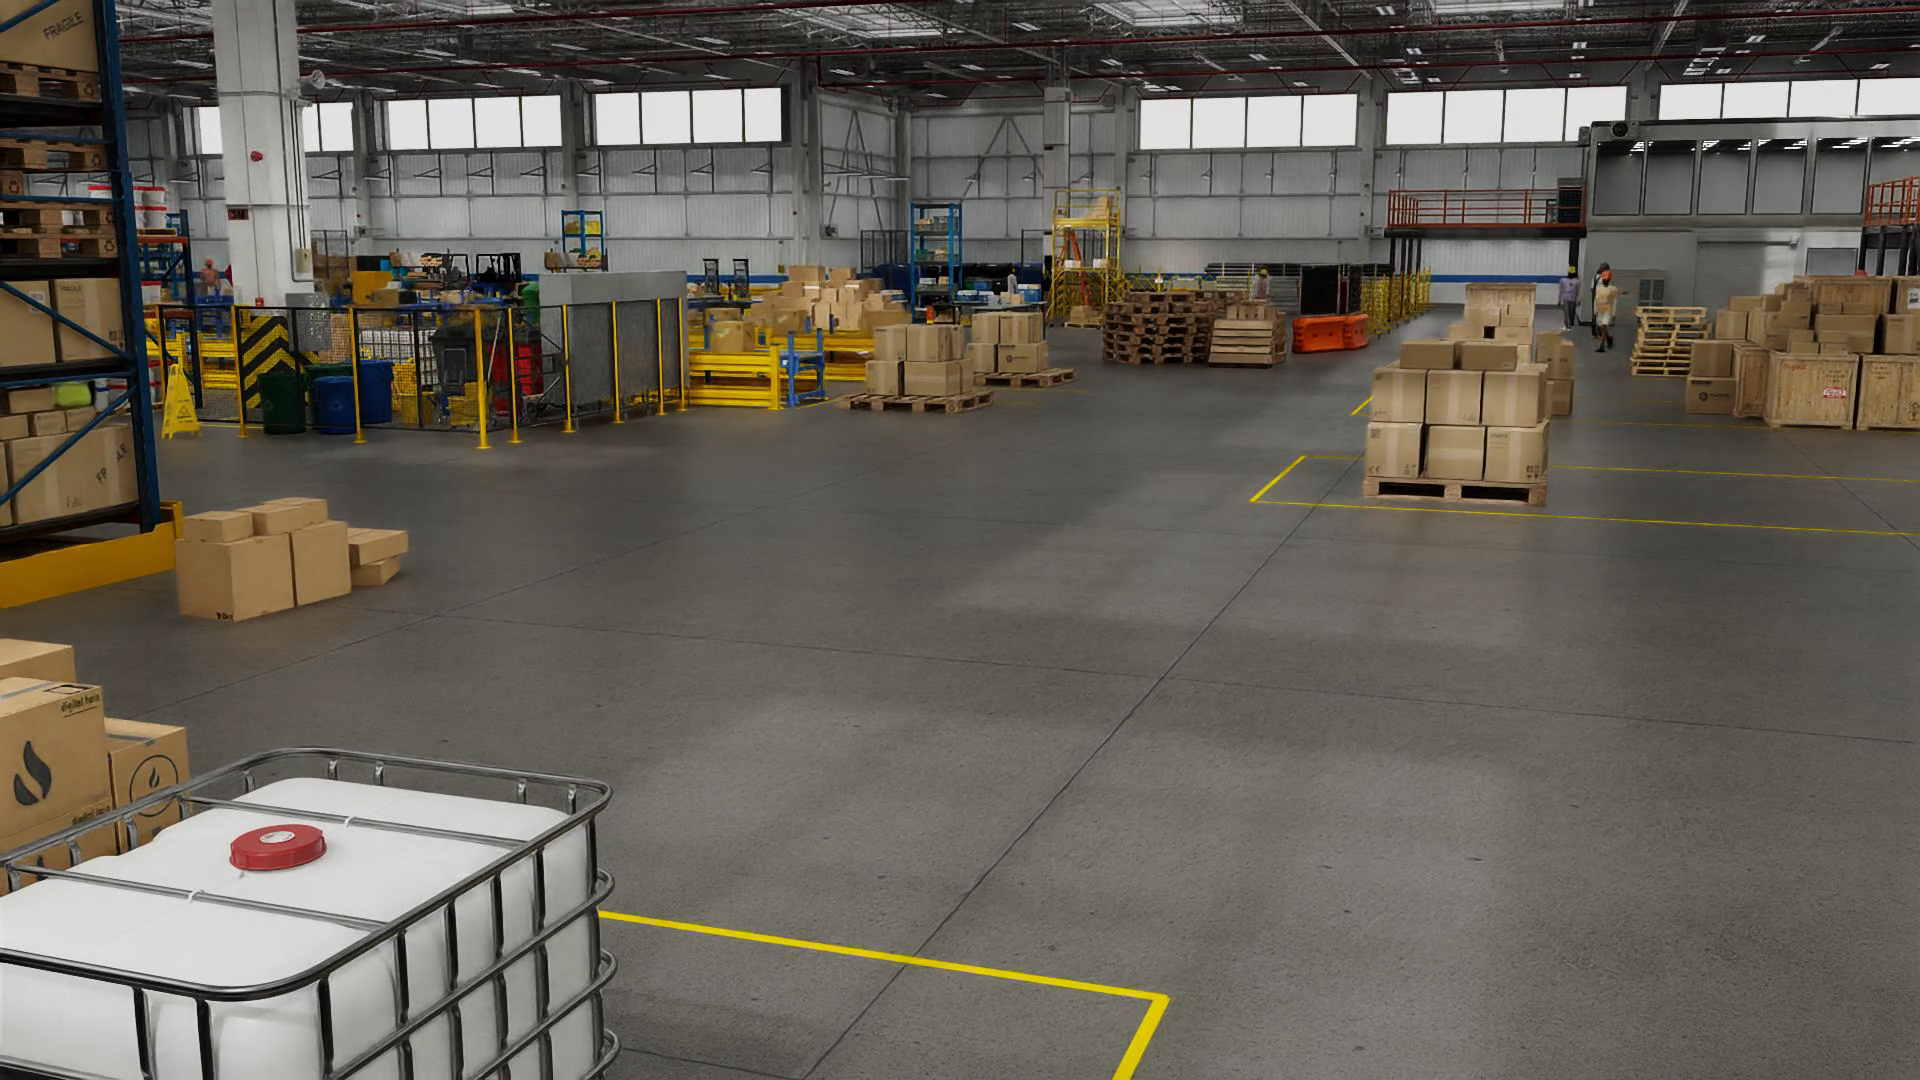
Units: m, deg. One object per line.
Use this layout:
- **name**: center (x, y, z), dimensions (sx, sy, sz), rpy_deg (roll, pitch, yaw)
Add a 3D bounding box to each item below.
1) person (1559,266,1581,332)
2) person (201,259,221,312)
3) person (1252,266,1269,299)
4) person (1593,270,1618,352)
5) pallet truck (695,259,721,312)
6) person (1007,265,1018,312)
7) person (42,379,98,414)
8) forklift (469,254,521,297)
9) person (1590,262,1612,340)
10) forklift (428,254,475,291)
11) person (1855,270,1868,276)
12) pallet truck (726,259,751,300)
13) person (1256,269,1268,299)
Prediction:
- **person**: center (17.698, -7.003, 48.321), dimensions (0.591, 1.893, 0.892), rpy_deg (1, 10, 5)
- **person**: center (-27.714, -9.402, 61.616), dimensions (0.647, 1.950, 0.962), rpy_deg (-8, 13, -38)
- **person**: center (9.694, -7.934, 53.725), dimensions (0.579, 1.841, 1.009), rpy_deg (4, 11, 21)
- **person**: center (15.107, -5.345, 38.869), dimensions (0.632, 1.921, 0.574), rpy_deg (-7, 12, -35)
- **pallet truck**: center (-9.165, -9.627, 62.776), dimensions (0.823, 1.965, 1.885), rpy_deg (4, 11, 23)
- **person**: center (1.670, -7.732, 52.479), dimensions (0.328, 1.865, 0.521), rpy_deg (-4, 11, -22)
- **person**: center (-9.433, -1.459, 17.639), dimensions (0.549, 1.679, 0.376), rpy_deg (-6, 11, -29)
- **forklift**: center (-17.990, -10.121, 64.684), dimensions (1.157, 1.987, 2.680), rpy_deg (3, 11, 17)
- **person**: center (17.069, -6.337, 44.124), dimensions (0.539, 2.000, 0.688), rpy_deg (-2, 10, -12)
- **forklift**: center (-20.133, -10.254, 65.465), dimensions (1.157, 1.987, 2.680), rpy_deg (3, 11, 19)
- **person**: center (16.507, -3.940, 30.621), dimensions (0.611, 2.043, 0.375), rpy_deg (2, 10, 12)
- **pallet truck**: center (-7.986, -9.493, 62.019), dimensions (0.823, 1.965, 1.885), rpy_deg (3, 11, 17)
- **person**: center (9.252, -7.394, 50.882), dimensions (0.339, 1.757, 0.518), rpy_deg (-2, 10, -9)
